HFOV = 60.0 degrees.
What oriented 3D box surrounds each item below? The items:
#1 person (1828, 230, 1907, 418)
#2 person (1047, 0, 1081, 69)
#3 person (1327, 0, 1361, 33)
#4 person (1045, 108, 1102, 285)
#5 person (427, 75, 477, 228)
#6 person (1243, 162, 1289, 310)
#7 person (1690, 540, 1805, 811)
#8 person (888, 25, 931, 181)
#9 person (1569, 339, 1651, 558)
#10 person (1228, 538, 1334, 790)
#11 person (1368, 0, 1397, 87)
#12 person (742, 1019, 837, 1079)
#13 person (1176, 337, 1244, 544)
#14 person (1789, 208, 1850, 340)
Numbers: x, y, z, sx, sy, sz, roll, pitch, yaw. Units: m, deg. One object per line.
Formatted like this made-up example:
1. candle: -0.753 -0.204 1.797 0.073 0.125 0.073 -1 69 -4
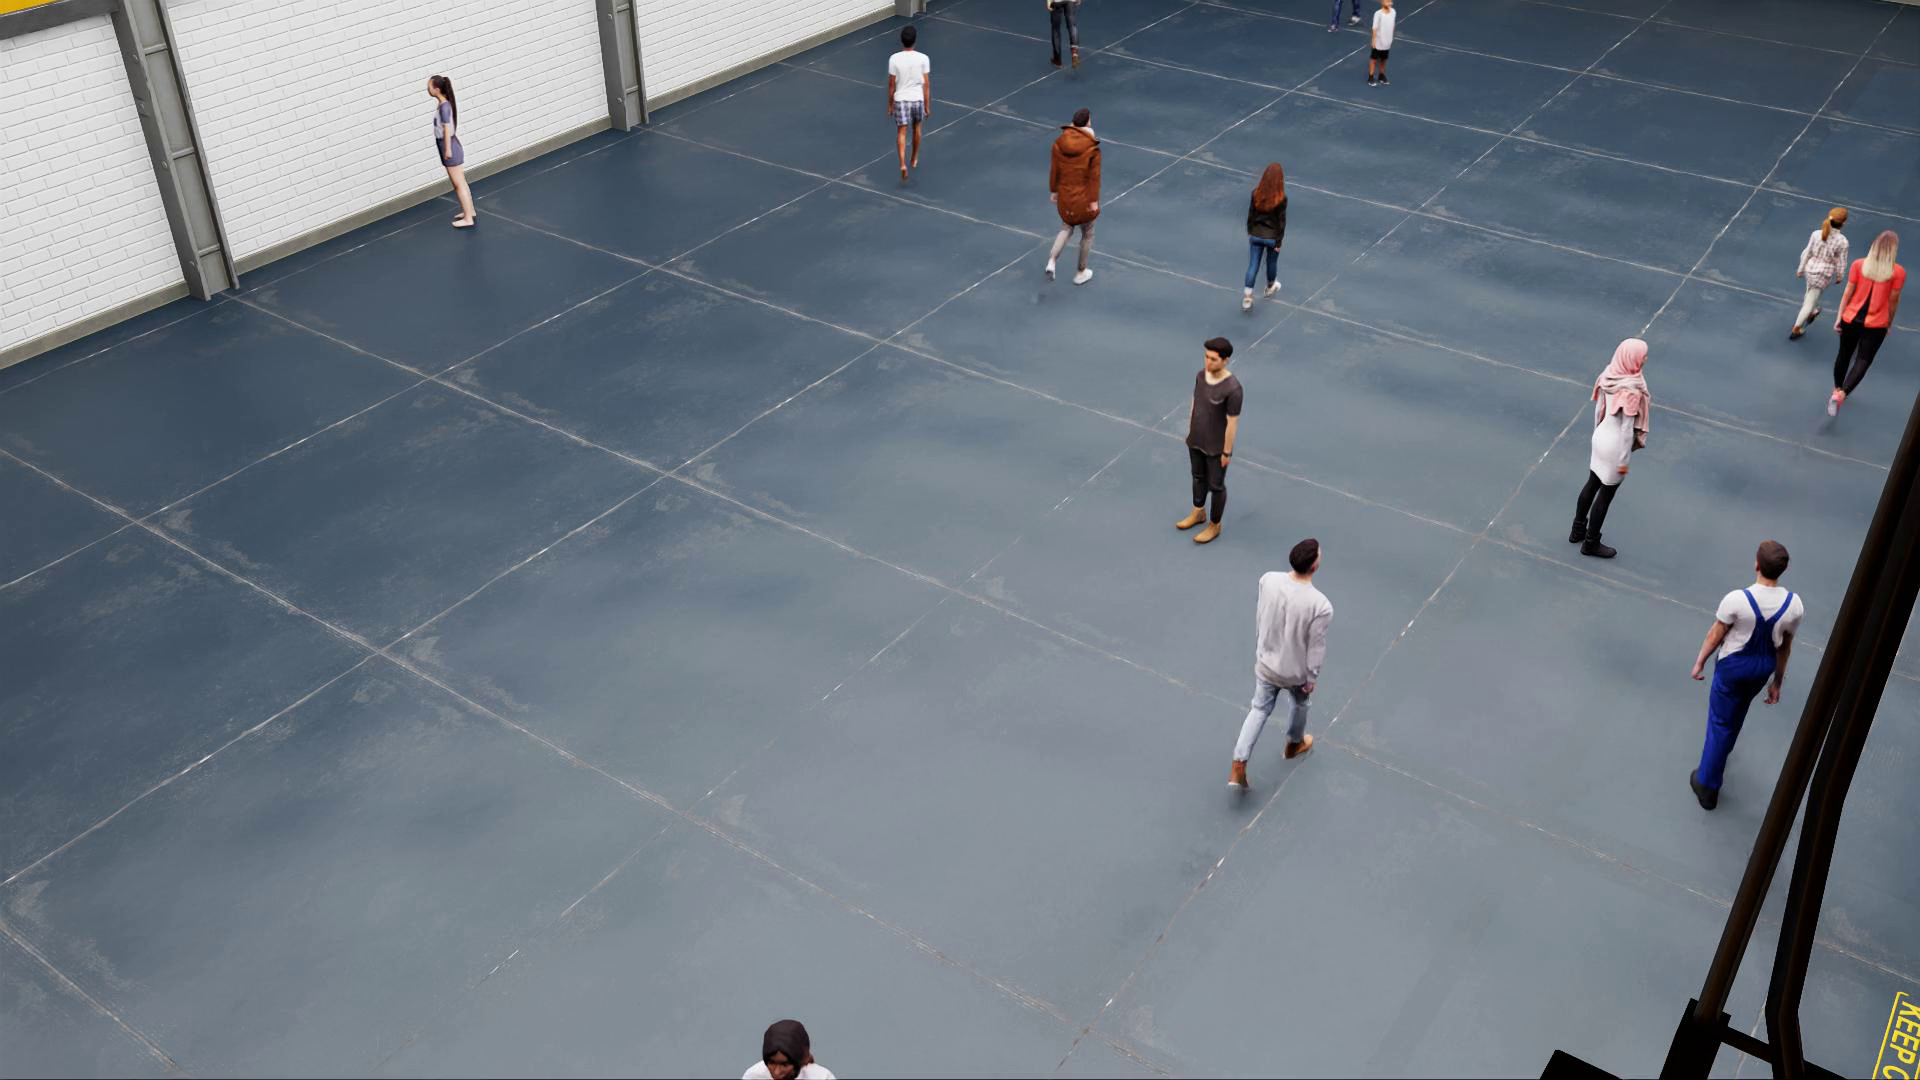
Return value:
1. person: 7.829 -1.850 14.446 0.667 1.676 1.055 24 41 32
2. person: 1.431 -7.249 22.408 1.028 1.853 1.064 -8 34 -12
3. person: 5.693 -8.161 24.090 0.533 1.510 1.100 23 40 30
4. person: 1.128 -3.372 16.602 0.701 1.823 0.864 20 39 28
5. person: -5.498 -4.231 18.054 0.705 1.646 0.657 -8 34 -11
6. person: 2.961 -2.951 16.306 0.647 1.450 0.987 16 37 23
7. person: 4.814 0.881 10.198 0.861 1.829 0.998 5 34 7
8. person: -0.591 -5.009 19.174 1.023 1.702 1.157 -1 34 -1
9. person: 4.933 -0.704 12.605 0.796 1.804 0.729 -4 34 -6
10. person: 1.975 0.789 10.353 0.728 1.810 1.132 24 40 31
11. person: 5.613 -6.706 22.127 0.570 1.259 0.641 -10 35 -14
12. person: -0.740 2.765 7.464 0.663 1.719 0.679 1 34 2
13. person: 1.948 -0.808 12.843 0.691 1.714 0.696 -21 39 -28
14. person: 8.120 -2.512 15.798 0.921 1.282 0.702 -23 40 -30
